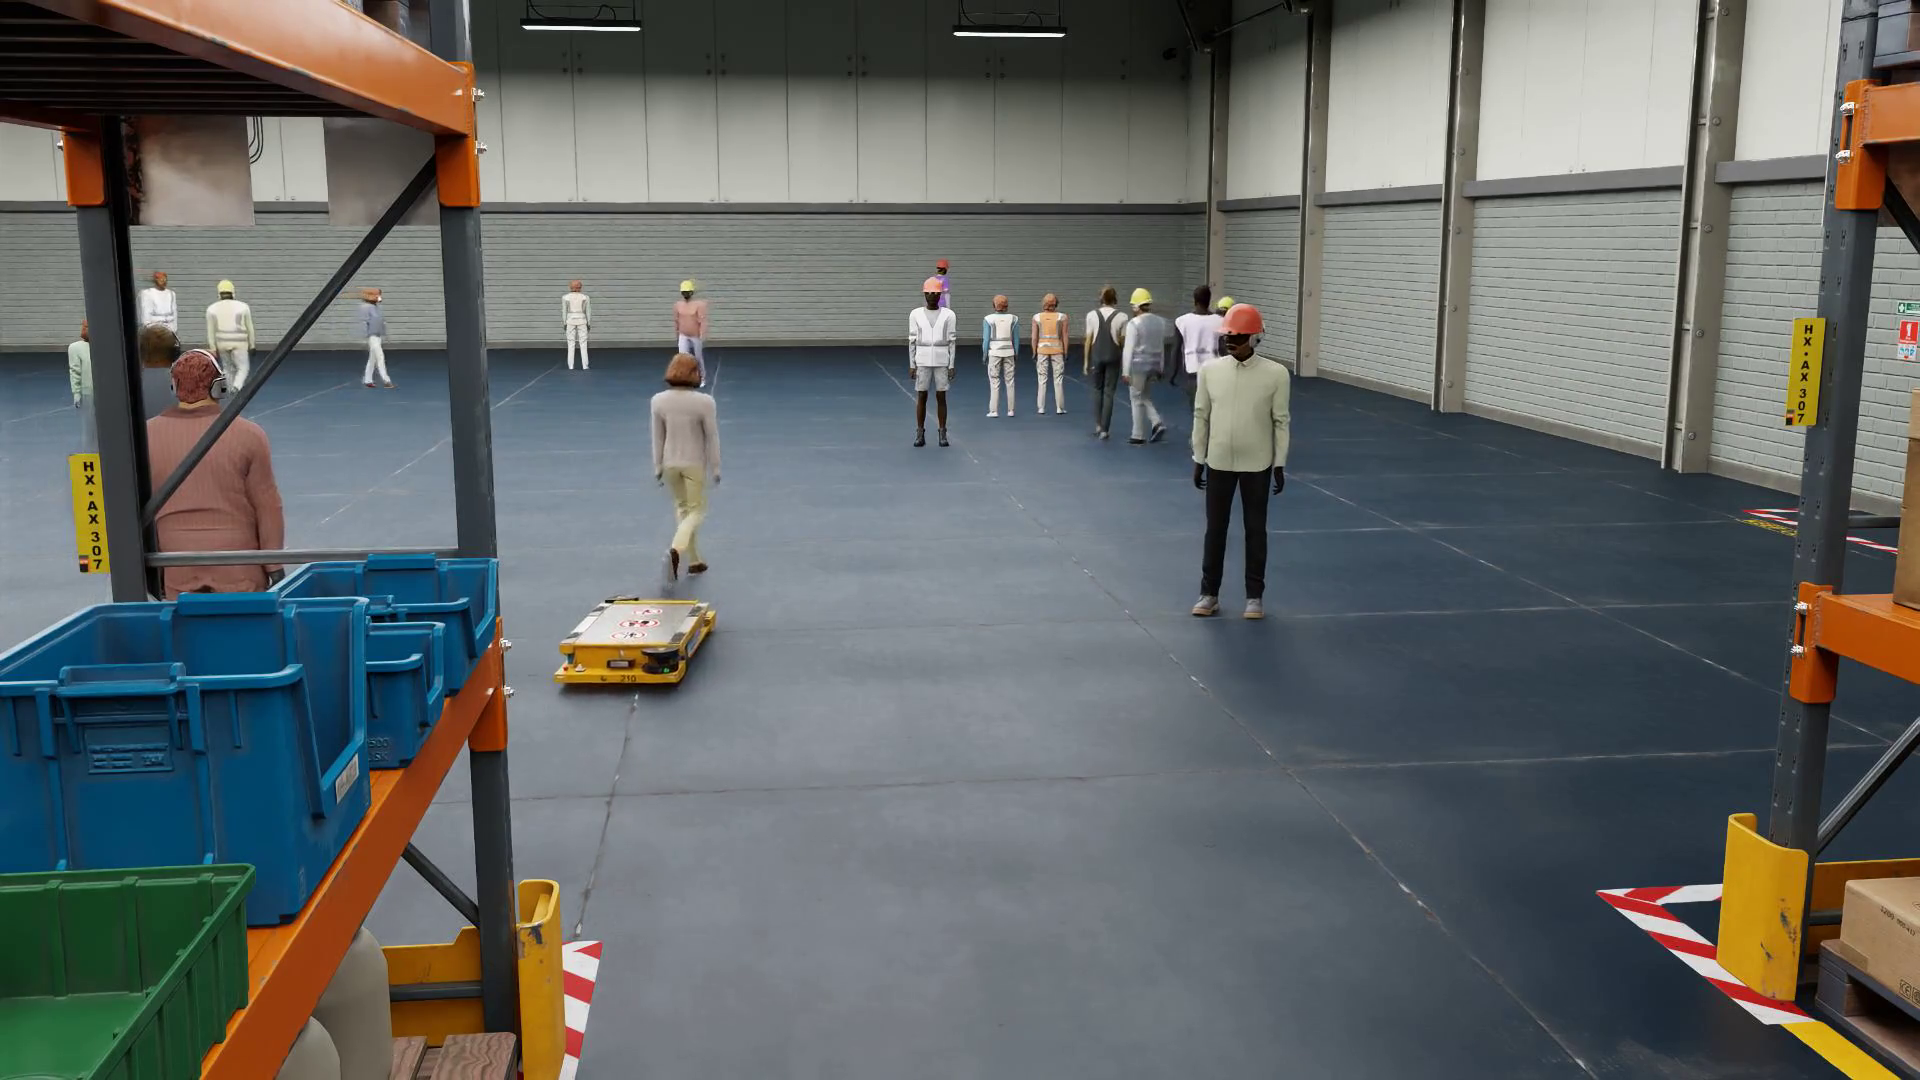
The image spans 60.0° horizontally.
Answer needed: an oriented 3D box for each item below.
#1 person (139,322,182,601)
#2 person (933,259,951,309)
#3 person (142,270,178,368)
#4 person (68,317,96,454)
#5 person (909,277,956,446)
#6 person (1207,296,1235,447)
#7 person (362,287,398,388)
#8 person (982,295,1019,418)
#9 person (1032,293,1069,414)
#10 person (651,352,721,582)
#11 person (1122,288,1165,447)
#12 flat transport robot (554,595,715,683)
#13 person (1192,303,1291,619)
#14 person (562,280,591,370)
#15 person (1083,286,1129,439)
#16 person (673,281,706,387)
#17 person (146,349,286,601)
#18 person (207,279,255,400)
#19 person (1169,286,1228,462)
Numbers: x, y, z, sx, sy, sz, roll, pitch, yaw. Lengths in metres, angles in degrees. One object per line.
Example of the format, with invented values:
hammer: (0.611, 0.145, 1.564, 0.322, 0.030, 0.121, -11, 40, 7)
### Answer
person: (-4.585, -0.310, 9.714, 0.661, 1.909, 0.853, -1, 10, -6)
person: (-0.369, -4.902, 34.837, 0.378, 1.932, 0.551, -9, 14, -41)
person: (-13.223, -3.510, 27.425, 0.704, 1.865, 0.584, 7, 13, 34)
person: (-8.680, -1.456, 16.768, 0.499, 1.634, 0.285, -8, 13, -39)
person: (-0.317, -2.039, 19.123, 0.547, 1.942, 0.351, 0, 10, -1)
person: (2.947, -1.868, 18.758, 0.529, 1.749, 0.681, 5, 11, 26)
person: (-9.207, -3.203, 26.432, 0.766, 1.601, 0.523, 2, 10, 10)
person: (0.543, -2.443, 22.166, 0.522, 1.638, 0.310, -3, 11, -18)
person: (1.227, -2.517, 22.575, 0.513, 1.639, 0.313, 2, 11, 12)
person: (-1.933, -0.507, 11.617, 0.510, 1.610, 0.684, 4, 11, 19)
person: (2.090, -1.967, 19.055, 0.617, 1.818, 0.428, -9, 14, -42)
flat transport robot: (-1.828, 0.551, 9.507, 0.652, 0.197, 1.431, 0, 10, 0)
person: (1.765, -0.493, 10.508, 0.612, 1.991, 0.392, 4, 11, 20)
person: (-6.957, -3.903, 30.202, 0.509, 1.629, 0.315, -2, 11, -12)
person: (1.799, -2.148, 20.060, 0.546, 1.811, 0.853, 3, 11, 15)
person: (-4.266, -3.242, 26.340, 0.536, 1.717, 0.943, 1, 10, 8)
person: (-3.368, 0.094, 7.524, 0.643, 1.909, 0.410, -1, 10, -5)
person: (-10.258, -2.757, 23.407, 0.599, 1.816, 0.677, -1, 10, -7)
person: (2.581, -1.819, 18.137, 0.594, 1.865, 0.995, -2, 10, -9)
